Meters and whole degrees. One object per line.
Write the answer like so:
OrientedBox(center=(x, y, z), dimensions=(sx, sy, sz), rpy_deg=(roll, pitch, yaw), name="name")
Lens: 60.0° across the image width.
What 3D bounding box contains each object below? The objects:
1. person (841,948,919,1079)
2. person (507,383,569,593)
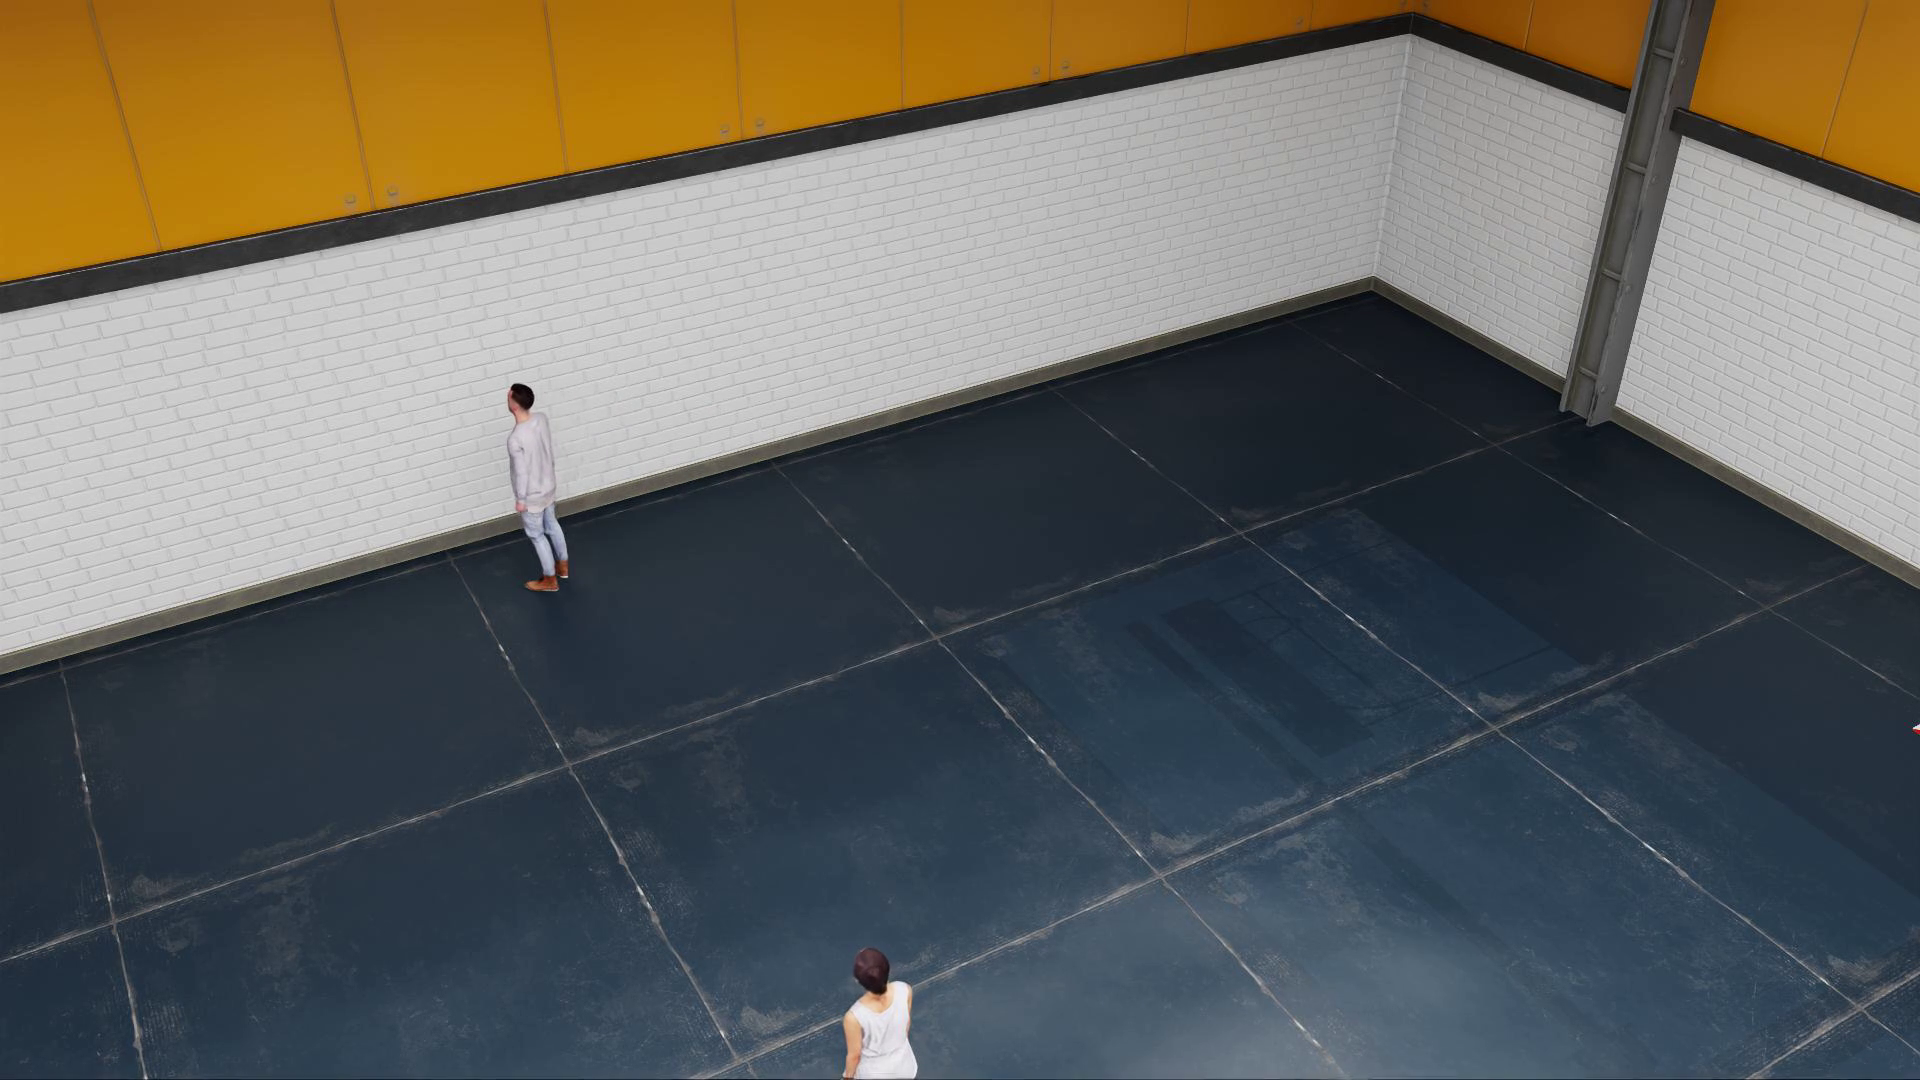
OrientedBox(center=(-0.411, 2.715, 8.666), dimensions=(0.582, 1.632, 0.530), rpy_deg=(-22, 39, -29), name="person")
OrientedBox(center=(-3.367, -0.420, 13.197), dimensions=(0.793, 1.839, 0.752), rpy_deg=(11, 35, 15), name="person")
